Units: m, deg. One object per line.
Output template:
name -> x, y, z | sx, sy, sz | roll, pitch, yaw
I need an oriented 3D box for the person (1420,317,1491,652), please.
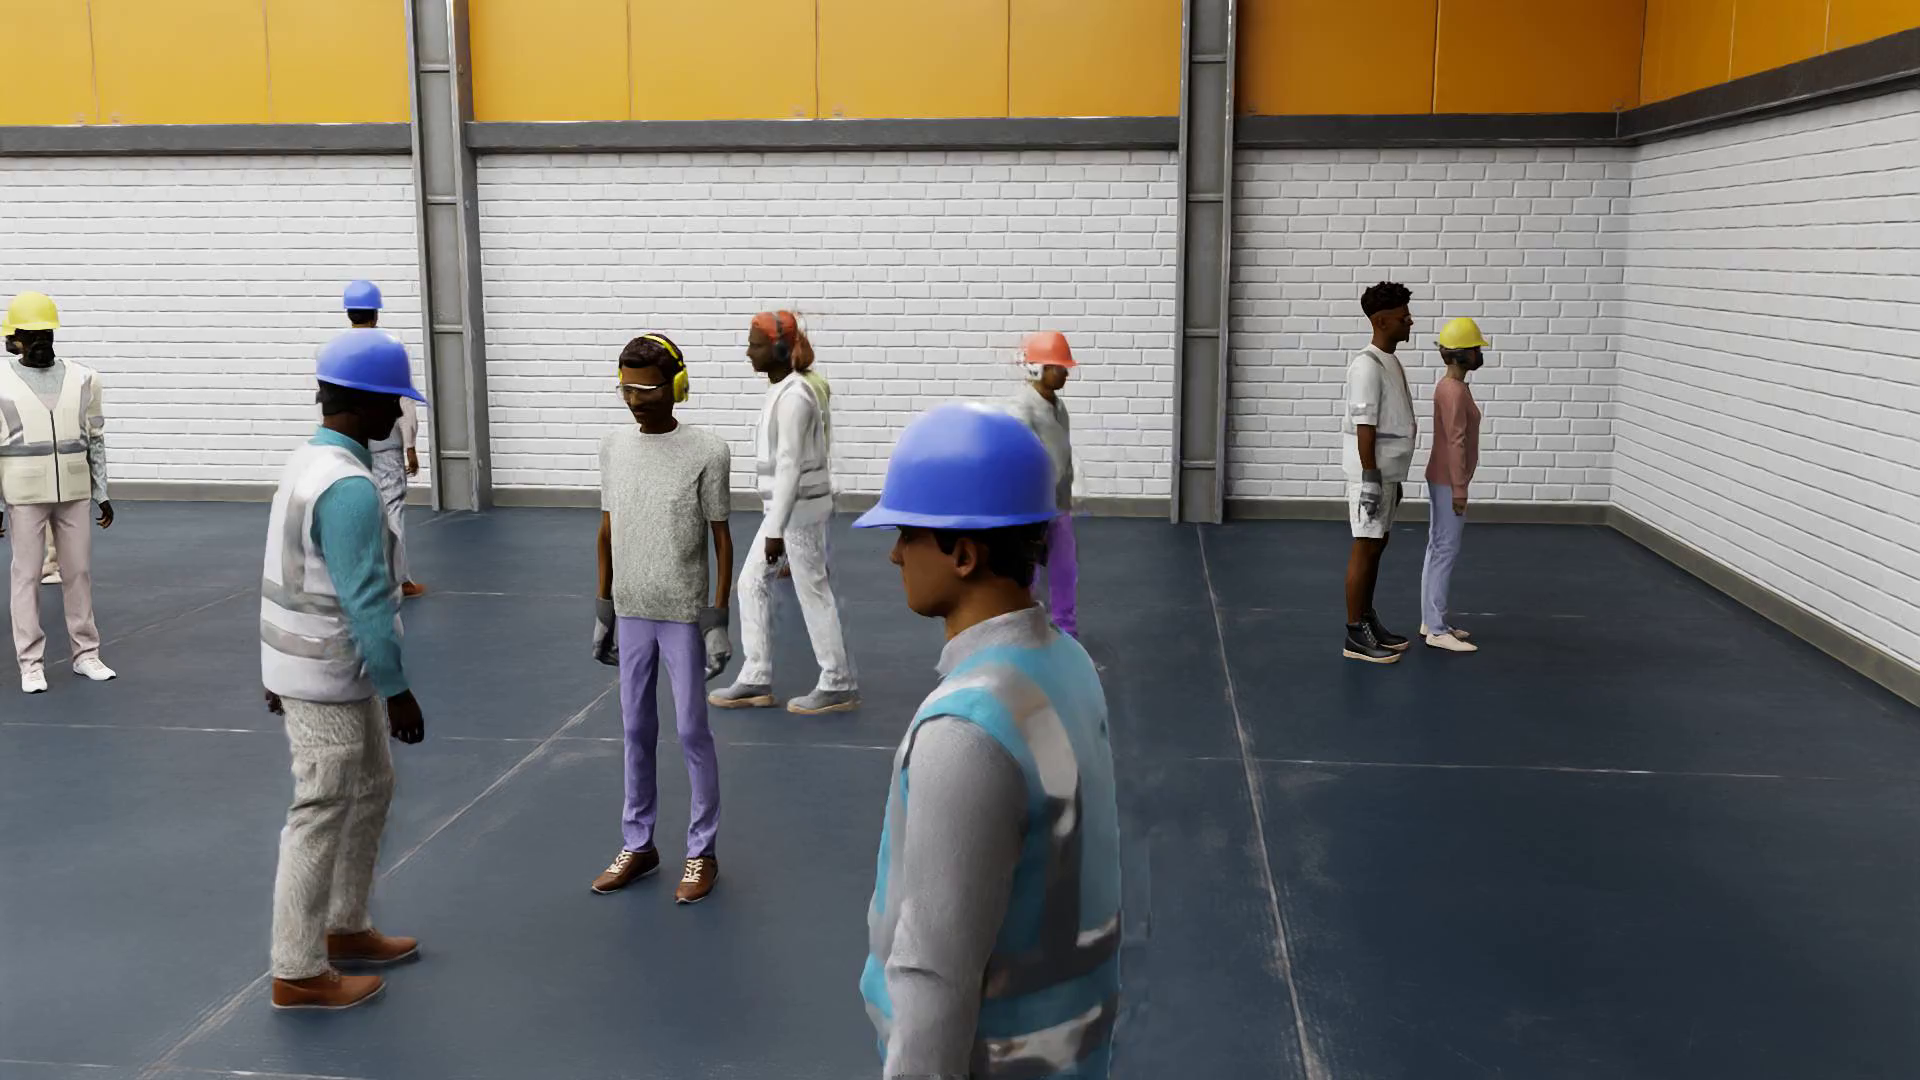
person -> 2.647, -0.298, 8.899 | 0.310, 1.771, 0.526 | 2, 10, 11

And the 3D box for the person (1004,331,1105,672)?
person -> 0.361, -0.197, 8.426 | 0.721, 1.732, 0.564 | 6, 12, 33

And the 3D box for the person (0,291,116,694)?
person -> -4.426, -0.235, 8.082 | 0.363, 1.927, 0.587 | 9, 13, 41

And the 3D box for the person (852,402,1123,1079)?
person -> 0.119, 0.759, 2.422 | 0.852, 1.924, 0.608 | 2, 10, 11

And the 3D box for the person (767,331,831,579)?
person -> -1.034, -0.529, 10.639 | 0.497, 1.626, 0.287 | 6, 12, 33

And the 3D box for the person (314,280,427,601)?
person -> -3.558, -0.584, 10.047 | 0.624, 1.942, 0.405 | 1, 10, 8

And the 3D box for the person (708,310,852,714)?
person -> -0.856, -0.104, 7.542 | 0.793, 1.850, 0.596 | -3, 10, -14

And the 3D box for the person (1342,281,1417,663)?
person -> 2.189, -0.359, 8.678 | 0.367, 1.966, 0.607 | 4, 11, 24

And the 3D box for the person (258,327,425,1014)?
person -> -1.728, 0.368, 4.678 | 0.502, 1.917, 0.621 | -4, 11, -24

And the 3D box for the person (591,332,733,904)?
person -> -0.983, 0.258, 5.444 | 0.512, 1.865, 0.329 | 3, 10, 18

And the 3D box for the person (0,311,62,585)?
person -> -5.900, -0.593, 10.627 | 0.527, 1.759, 0.344 | 10, 14, 44
